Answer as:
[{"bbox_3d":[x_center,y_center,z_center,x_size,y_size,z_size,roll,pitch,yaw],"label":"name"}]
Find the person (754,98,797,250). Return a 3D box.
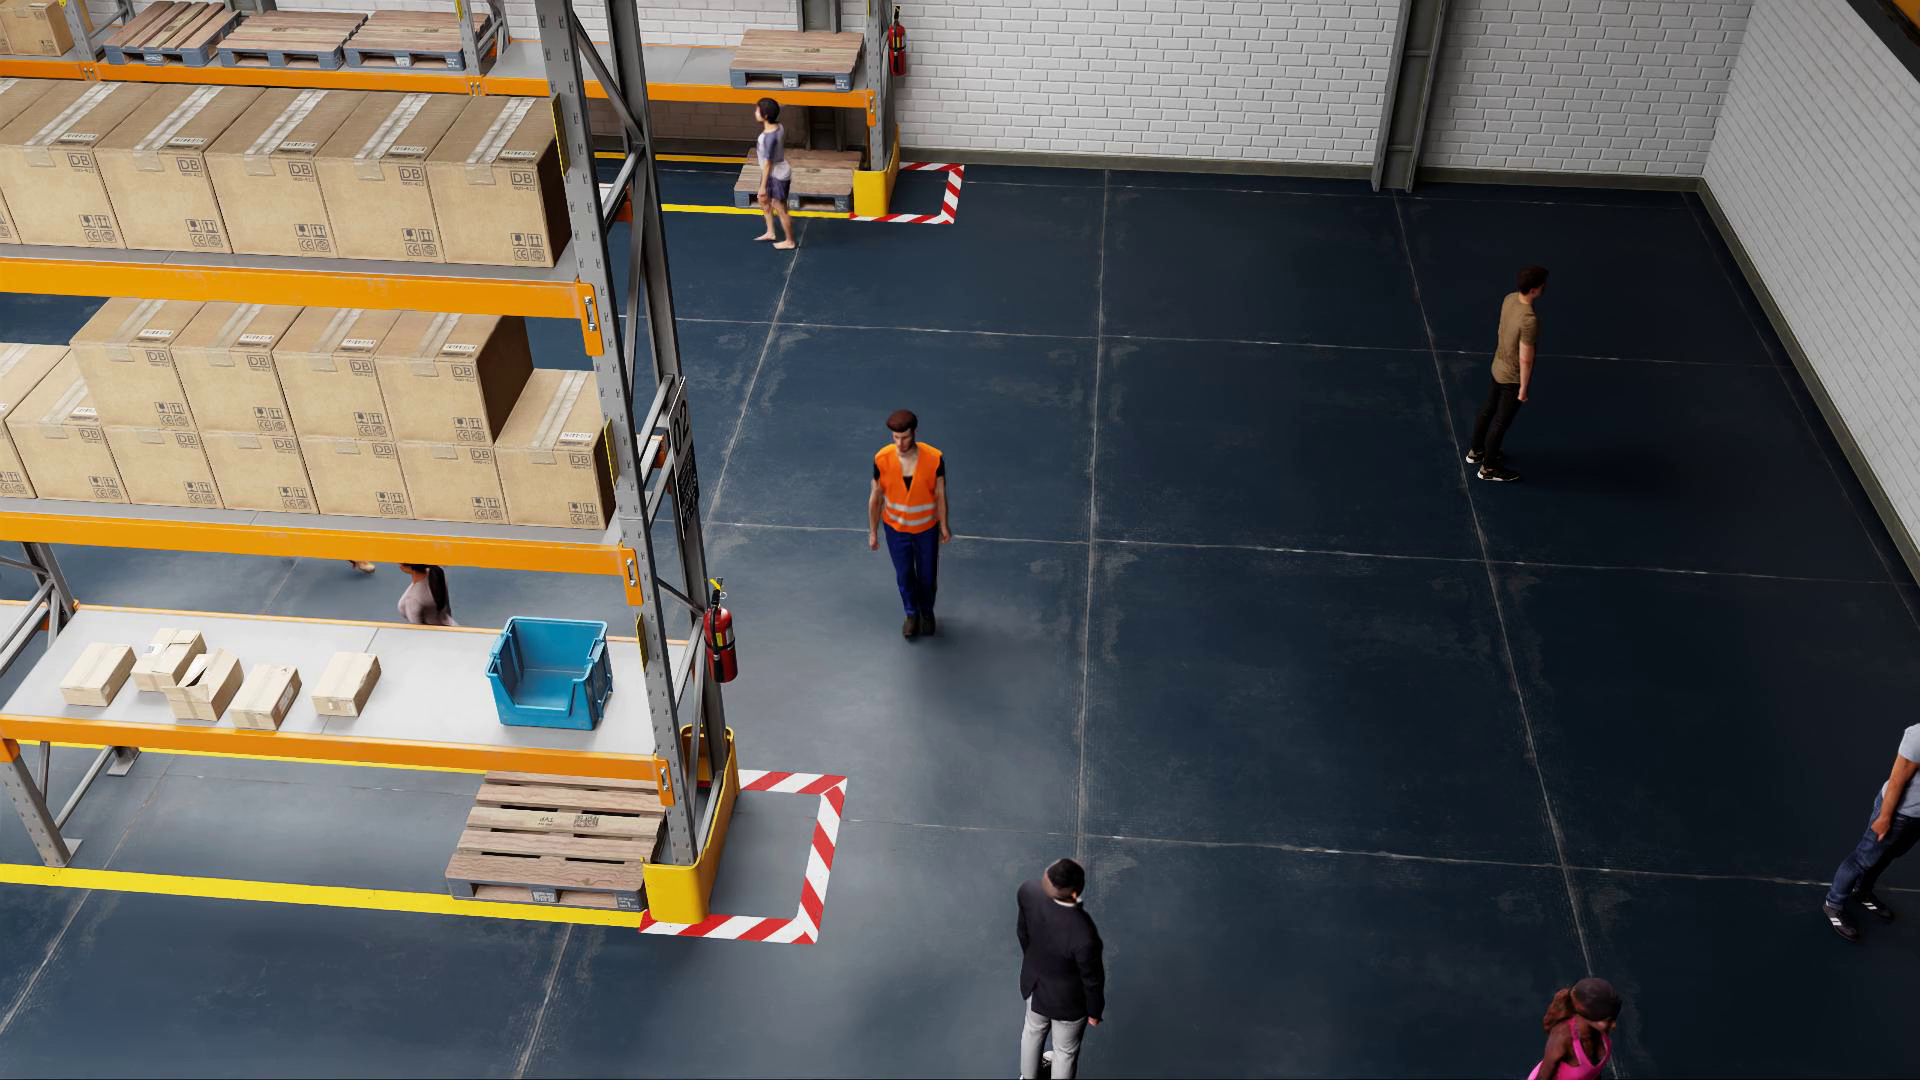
[{"bbox_3d":[-1.706,-3.508,15.977,0.664,1.552,0.597,0,39,0],"label":"person"}]

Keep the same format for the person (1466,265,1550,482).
[{"bbox_3d":[4.297,-1.322,13.001,0.631,1.852,0.709,-4,39,-5],"label":"person"}]

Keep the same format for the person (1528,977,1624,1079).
[{"bbox_3d":[2.838,2.654,8.137,0.715,1.709,0.778,-24,45,-27],"label":"person"}]

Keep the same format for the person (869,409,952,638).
[{"bbox_3d":[-0.326,-0.168,11.535,0.587,1.876,0.769,4,39,4],"label":"person"}]

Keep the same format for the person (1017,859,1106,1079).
[{"bbox_3d":[0.491,2.245,8.456,0.852,1.949,0.775,-31,48,-33],"label":"person"}]

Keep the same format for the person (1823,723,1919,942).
[{"bbox_3d":[5.376,1.500,9.455,0.659,1.866,0.771,-17,42,-20],"label":"person"}]
